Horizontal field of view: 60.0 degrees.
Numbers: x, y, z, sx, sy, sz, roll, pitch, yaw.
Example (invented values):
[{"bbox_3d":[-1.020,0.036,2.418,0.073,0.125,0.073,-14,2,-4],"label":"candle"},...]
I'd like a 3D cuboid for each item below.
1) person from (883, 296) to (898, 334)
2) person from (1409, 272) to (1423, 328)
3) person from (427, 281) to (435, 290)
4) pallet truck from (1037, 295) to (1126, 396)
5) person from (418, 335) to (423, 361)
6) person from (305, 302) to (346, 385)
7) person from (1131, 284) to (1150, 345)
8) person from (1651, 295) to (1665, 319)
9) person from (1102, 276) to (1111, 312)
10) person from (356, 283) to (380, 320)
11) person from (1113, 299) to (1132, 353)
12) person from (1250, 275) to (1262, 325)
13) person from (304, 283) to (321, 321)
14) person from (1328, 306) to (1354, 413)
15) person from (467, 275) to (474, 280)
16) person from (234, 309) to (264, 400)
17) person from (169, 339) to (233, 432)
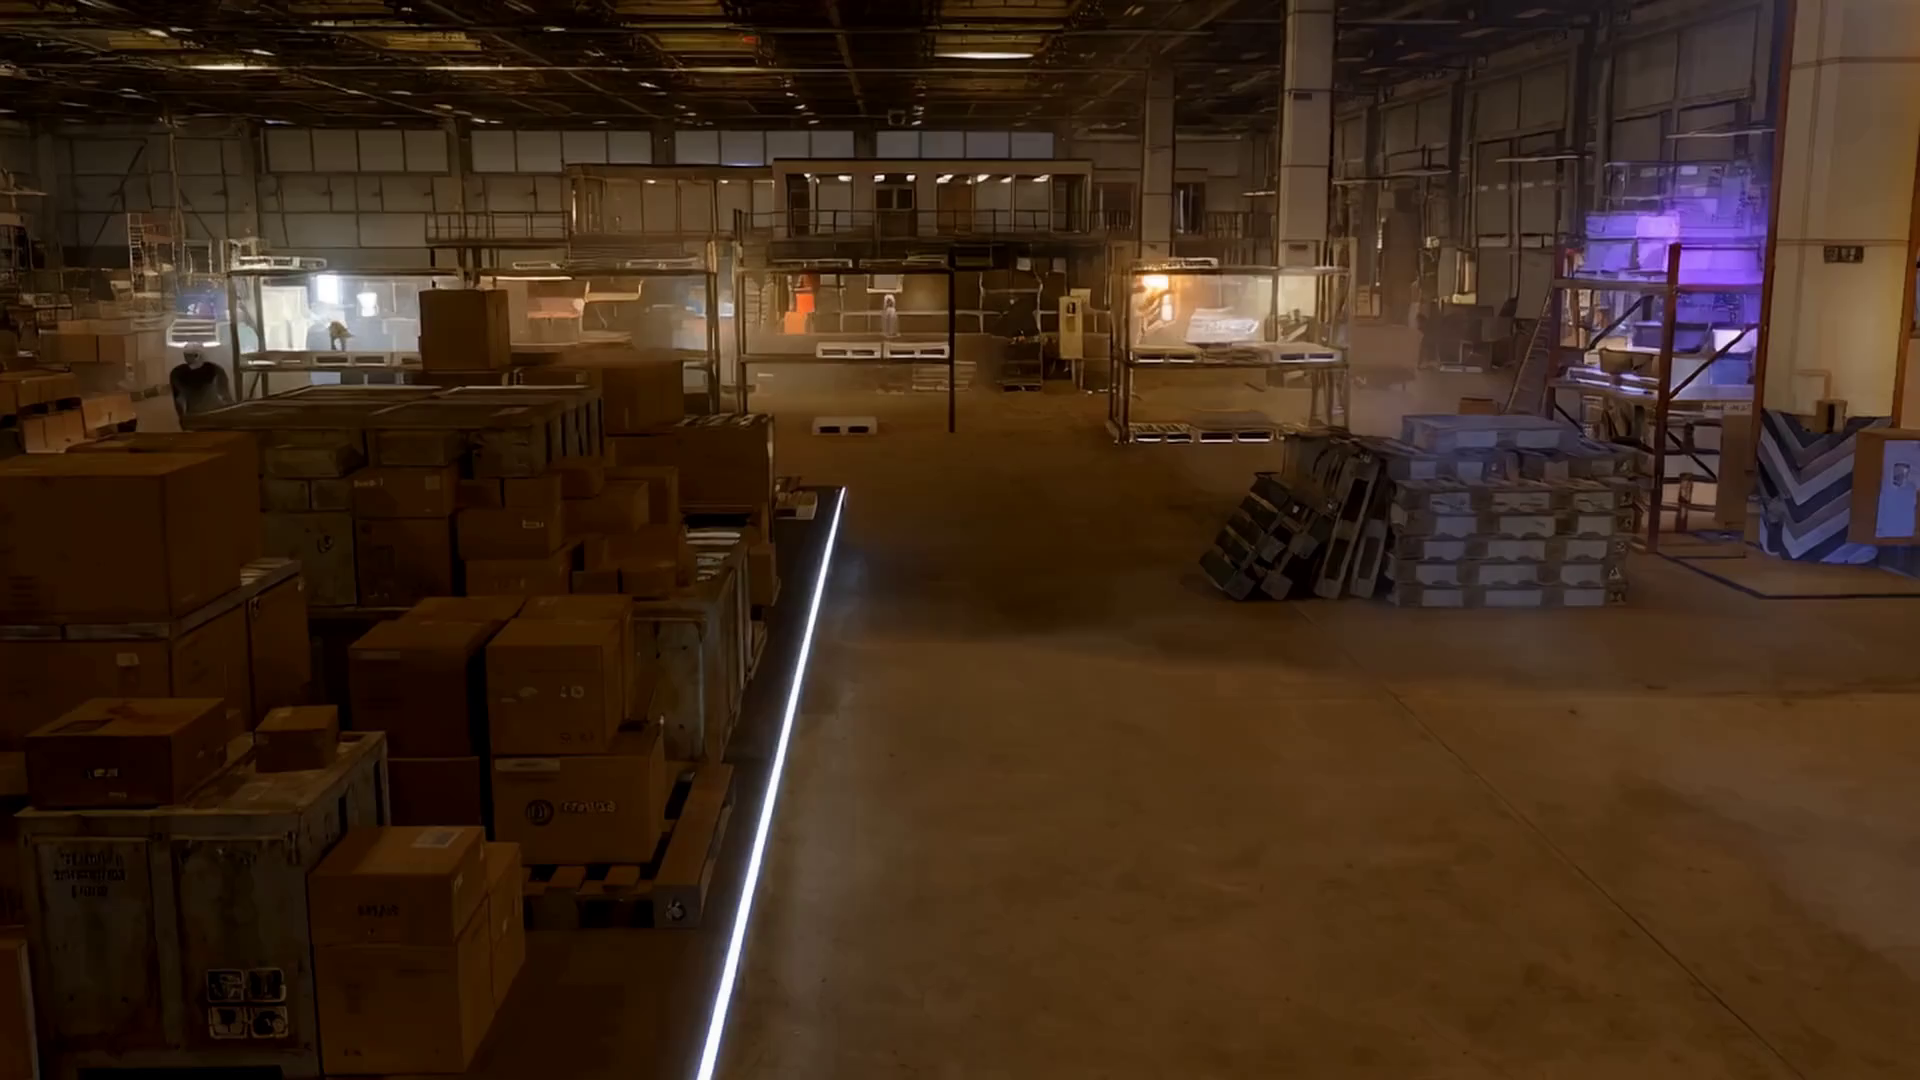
[{"bbox_3d":[-1.500,-4.282,35.653,0.330,1.872,0.512,2,10,10],"label":"person"},{"bbox_3d":[15.590,-8.139,56.788,0.612,1.995,0.393,-9,13,-40],"label":"person"},{"bbox_3d":[-17.303,-7.585,54.427,0.540,1.731,0.802,3,11,15],"label":"person"},{"bbox_3d":[2.483,-3.881,33.060,1.885,1.965,0.823,-7,13,-36],"label":"pallet truck"},{"bbox_3d":[-8.340,-2.649,26.517,0.574,1.882,0.358,2,10,12],"label":"person"},{"bbox_3d":[-10.671,-2.969,27.861,0.684,2.000,0.535,1,10,7],"label":"person"},{"bbox_3d":[5.231,-6.578,48.597,0.633,1.819,0.741,1,10,4],"label":"person"},{"bbox_3d":[15.447,-4.538,36.947,0.612,1.913,0.537,-3,11,-14],"label":"person"},{"bbox_3d":[6.257,-10.590,70.756,0.338,1.881,0.583,-3,11,-15],"label":"person"},{"bbox_3d":[-16.668,-6.291,46.871,0.595,1.868,1.021,-3,11,-18],"label":"person"},{"bbox_3d":[3.392,-4.143,34.696,0.379,1.936,0.629,9,13,40],"label":"person"},{"bbox_3d":[10.447,-8.460,58.795,0.408,1.922,0.544,6,12,30],"label":"person"},{"bbox_3d":[-17.914,-6.170,46.034,0.623,1.923,1.000,1,10,5],"label":"person"},{"bbox_3d":[6.740,-3.183,29.409,0.415,1.913,0.584,-9,13,-40],"label":"person"},{"bbox_3d":[-20.313,-10.215,68.774,0.507,1.845,0.345,-2,10,-11],"label":"person"},{"bbox_3d":[-12.827,-3.257,30.042,0.517,1.839,0.859,-8,13,-37],"label":"person"},{"bbox_3d":[-9.005,-1.451,19.818,0.660,1.901,0.821,-3,11,-18],"label":"person"}]
